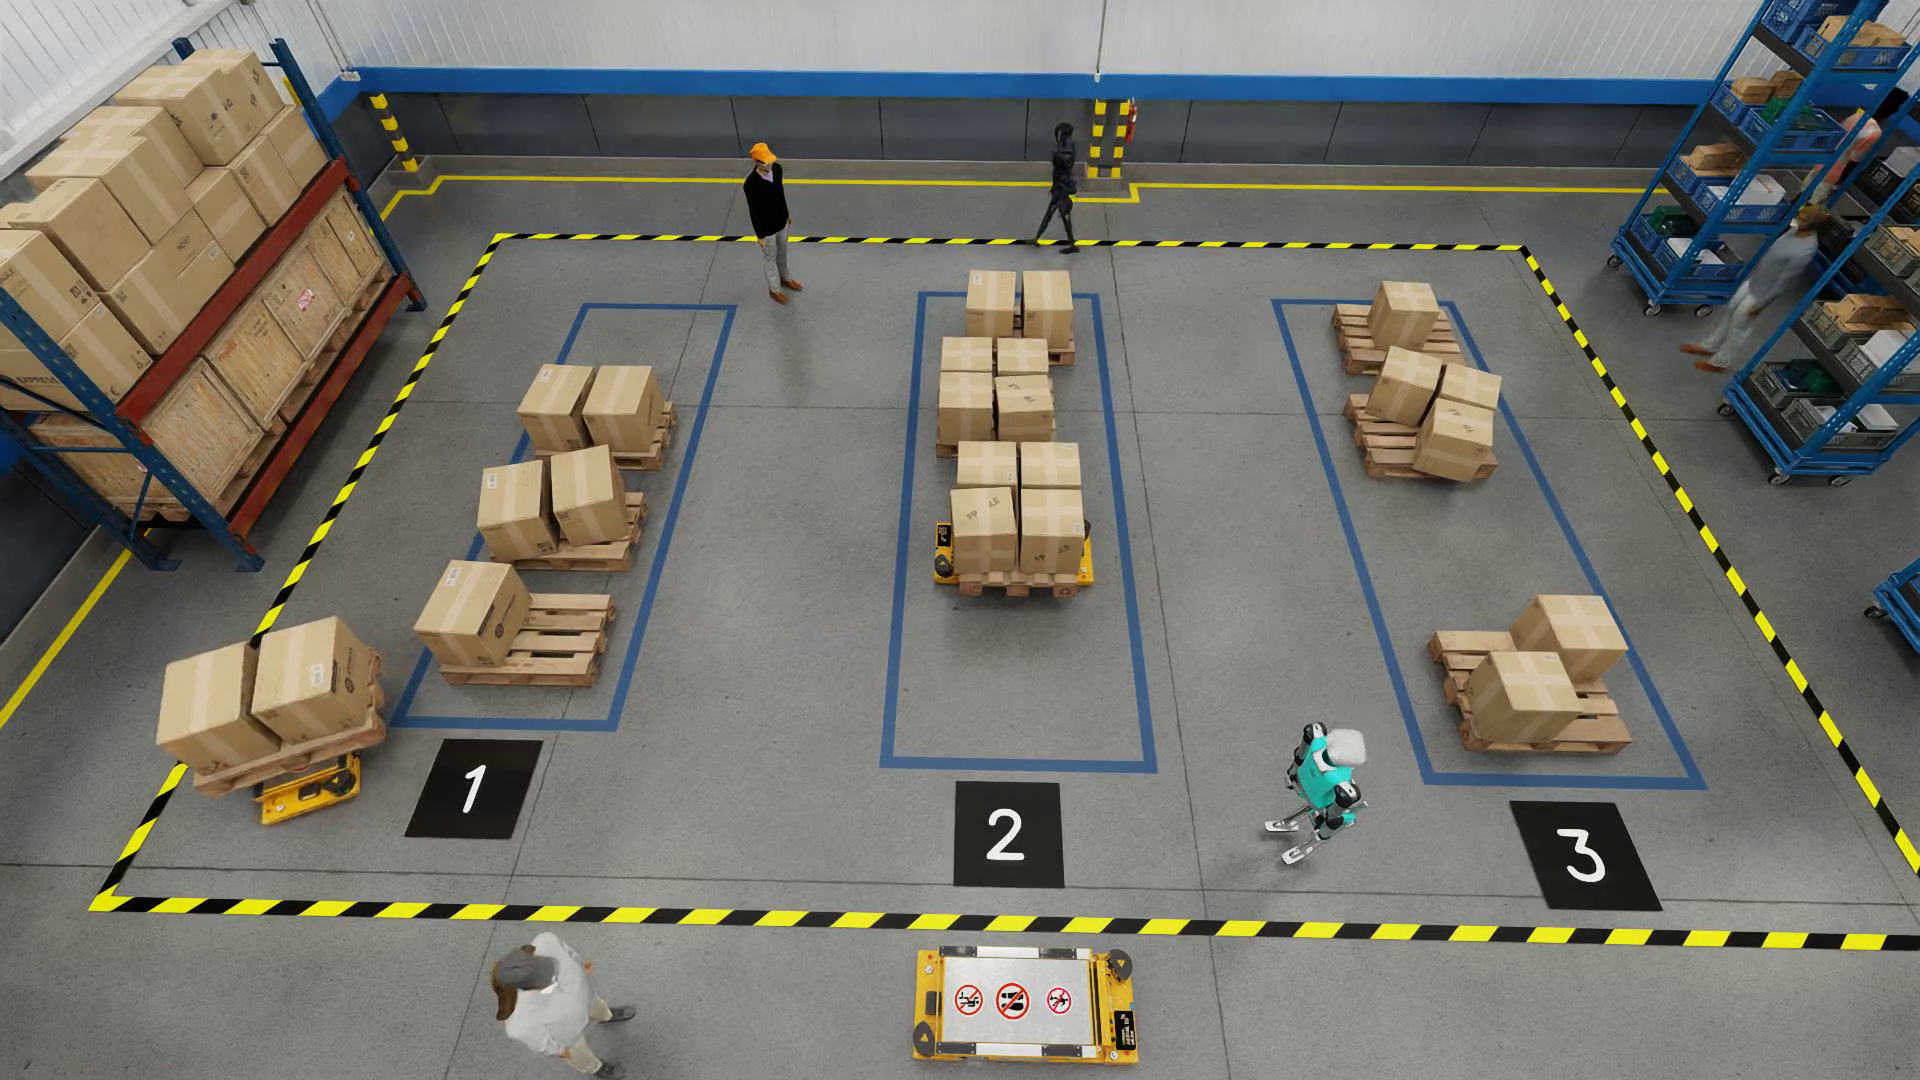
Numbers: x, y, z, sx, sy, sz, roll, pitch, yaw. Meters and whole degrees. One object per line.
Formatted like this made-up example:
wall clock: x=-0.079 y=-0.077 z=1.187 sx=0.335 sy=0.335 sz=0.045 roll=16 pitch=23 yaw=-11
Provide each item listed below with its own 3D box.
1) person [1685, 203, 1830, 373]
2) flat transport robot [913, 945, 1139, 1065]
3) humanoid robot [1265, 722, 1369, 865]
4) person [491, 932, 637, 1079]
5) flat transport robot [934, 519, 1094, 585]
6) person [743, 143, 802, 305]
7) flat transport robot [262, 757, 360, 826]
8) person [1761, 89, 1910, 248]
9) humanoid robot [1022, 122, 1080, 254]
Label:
person: x=8.312 y=-2.596 z=9.525 sx=0.353 sy=1.936 sz=0.634 roll=20 pitch=53 yaw=15
flat transport robot: x=0.422 y=3.041 z=6.007 sx=1.431 sy=0.231 sz=0.659 roll=1 pitch=51 yaw=1
humanoid robot: x=2.501 y=1.681 z=6.084 sx=0.735 sy=1.673 sz=0.533 roll=-11 pitch=52 yaw=-9
person: x=-2.292 y=2.705 z=5.311 sx=0.394 sy=1.769 sz=0.564 roll=1 pitch=51 yaw=0
flat transport robot: x=0.490 y=0.087 z=8.397 sx=1.431 sy=0.197 sz=0.652 roll=1 pitch=51 yaw=1
person: x=-2.110 y=-3.575 z=10.358 sx=0.368 sy=1.883 sz=0.591 roll=23 pitch=55 yaw=18
flat transport robot: x=-5.164 y=1.477 z=7.264 sx=0.652 sy=0.197 sz=1.431 roll=-19 pitch=53 yaw=-15
person: x=10.471 y=-4.419 z=11.000 sx=0.372 sy=1.958 sz=0.603 roll=9 pitch=51 yaw=7
humanoid robot: x=1.160 y=-4.172 z=10.994 sx=0.717 sy=1.633 sz=0.609 roll=-7 pitch=51 yaw=-6
